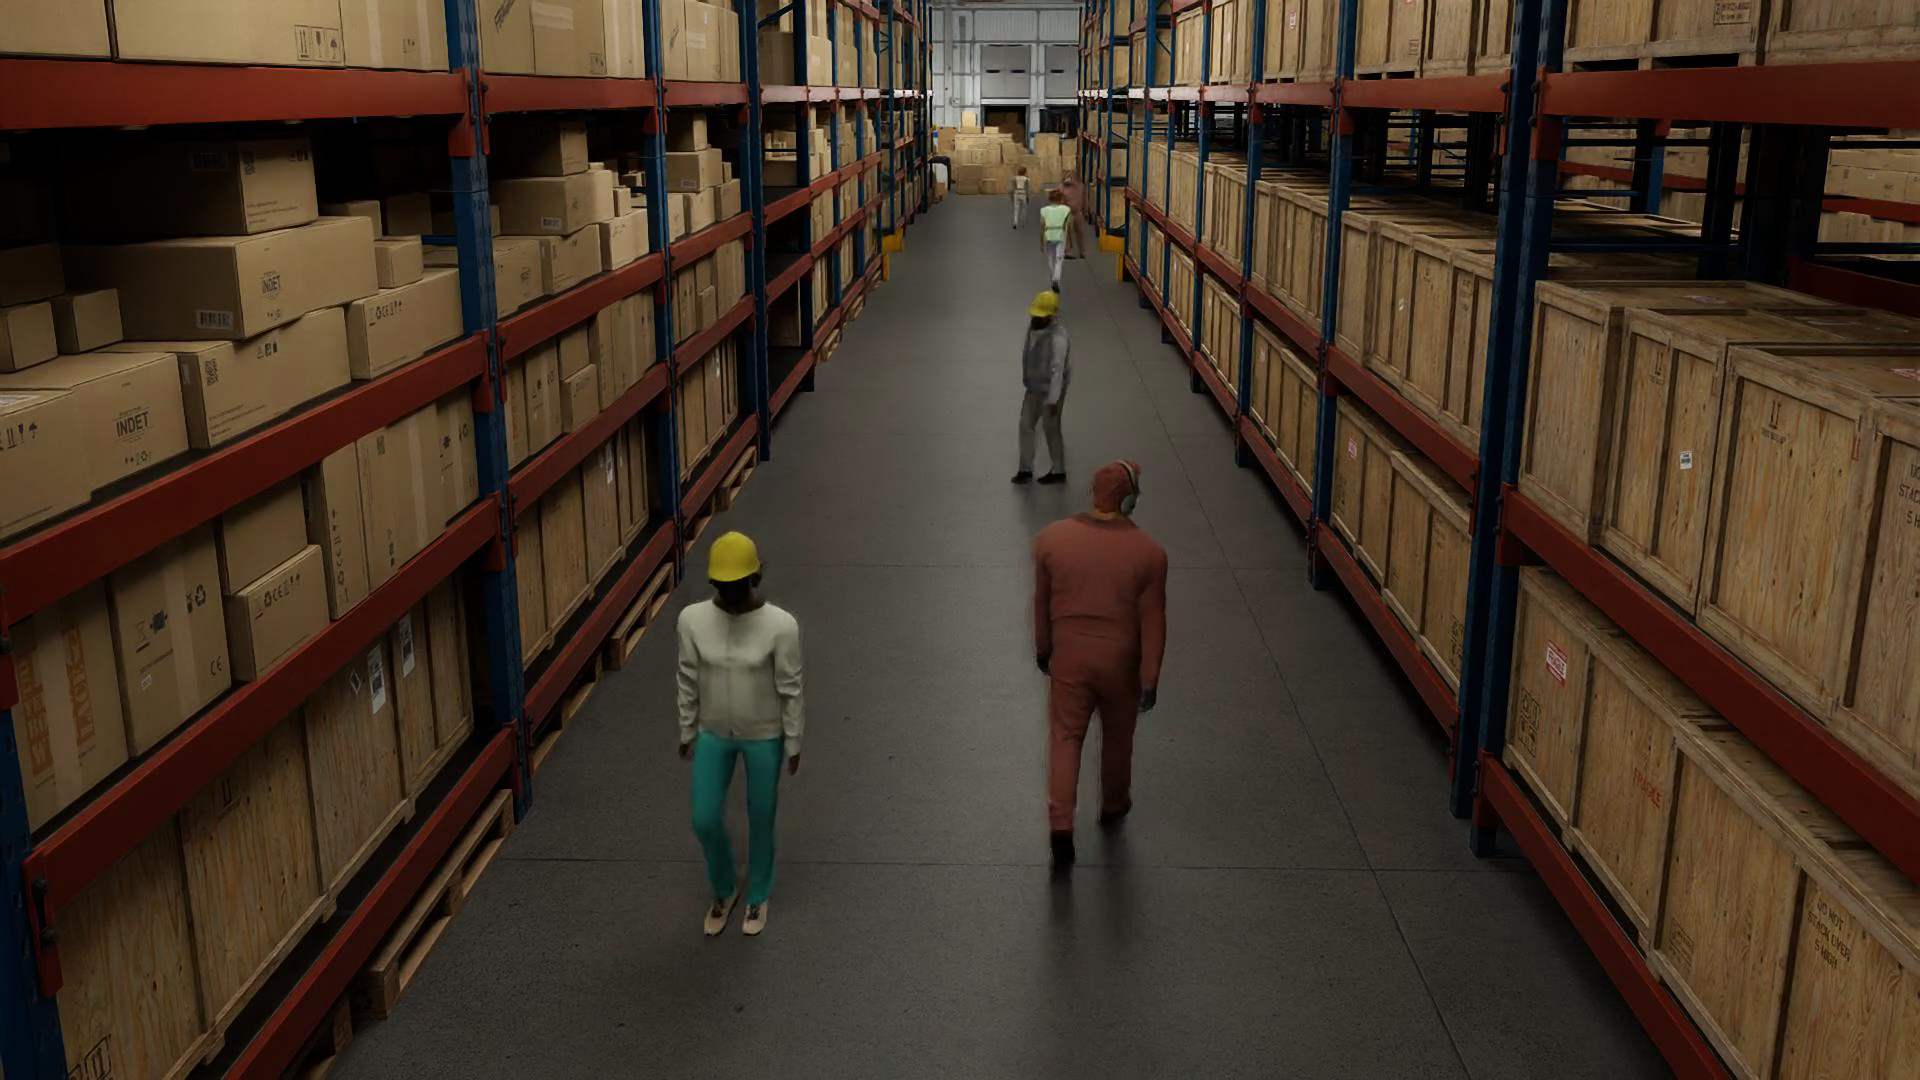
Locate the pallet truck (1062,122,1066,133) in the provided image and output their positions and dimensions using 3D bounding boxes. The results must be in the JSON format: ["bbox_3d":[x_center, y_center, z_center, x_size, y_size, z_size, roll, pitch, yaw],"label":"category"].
[{"bbox_3d":[5.788,-21.111,88.014,1.885,1.965,0.823,5,16,18],"label":"pallet truck"}]

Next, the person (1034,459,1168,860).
[{"bbox_3d":[0.636,0.543,7.698,0.650,1.869,0.903,4,16,14],"label":"person"}]

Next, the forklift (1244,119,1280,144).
[{"bbox_3d":[7.722,-9.401,42.770,1.129,2.768,1.873,0,15,2],"label":"forklift"}]

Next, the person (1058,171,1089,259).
[{"bbox_3d":[2.431,-6.943,35.558,0.677,1.868,0.447,-5,16,-19],"label":"person"}]

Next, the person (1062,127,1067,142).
[{"bbox_3d":[4.952,-19.300,81.484,0.574,1.887,0.355,0,15,-1],"label":"person"}]

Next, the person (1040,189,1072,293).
[{"bbox_3d":[1.698,-5.354,29.740,0.569,1.818,0.884,4,15,13],"label":"person"}]

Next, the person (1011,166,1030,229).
[{"bbox_3d":[1.576,-8.975,43.602,0.518,1.606,0.815,3,15,10],"label":"person"}]

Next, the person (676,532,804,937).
[{"bbox_3d":[-0.914,0.822,6.854,0.546,1.751,0.449,1,15,5],"label":"person"}]

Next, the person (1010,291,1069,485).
[{"bbox_3d":[0.734,-1.332,14.817,0.665,1.787,0.620,-9,17,-30],"label":"person"}]

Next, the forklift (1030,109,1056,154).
[{"bbox_3d":[3.690,-16.762,70.158,1.873,2.768,1.129,10,18,32],"label":"forklift"}]
